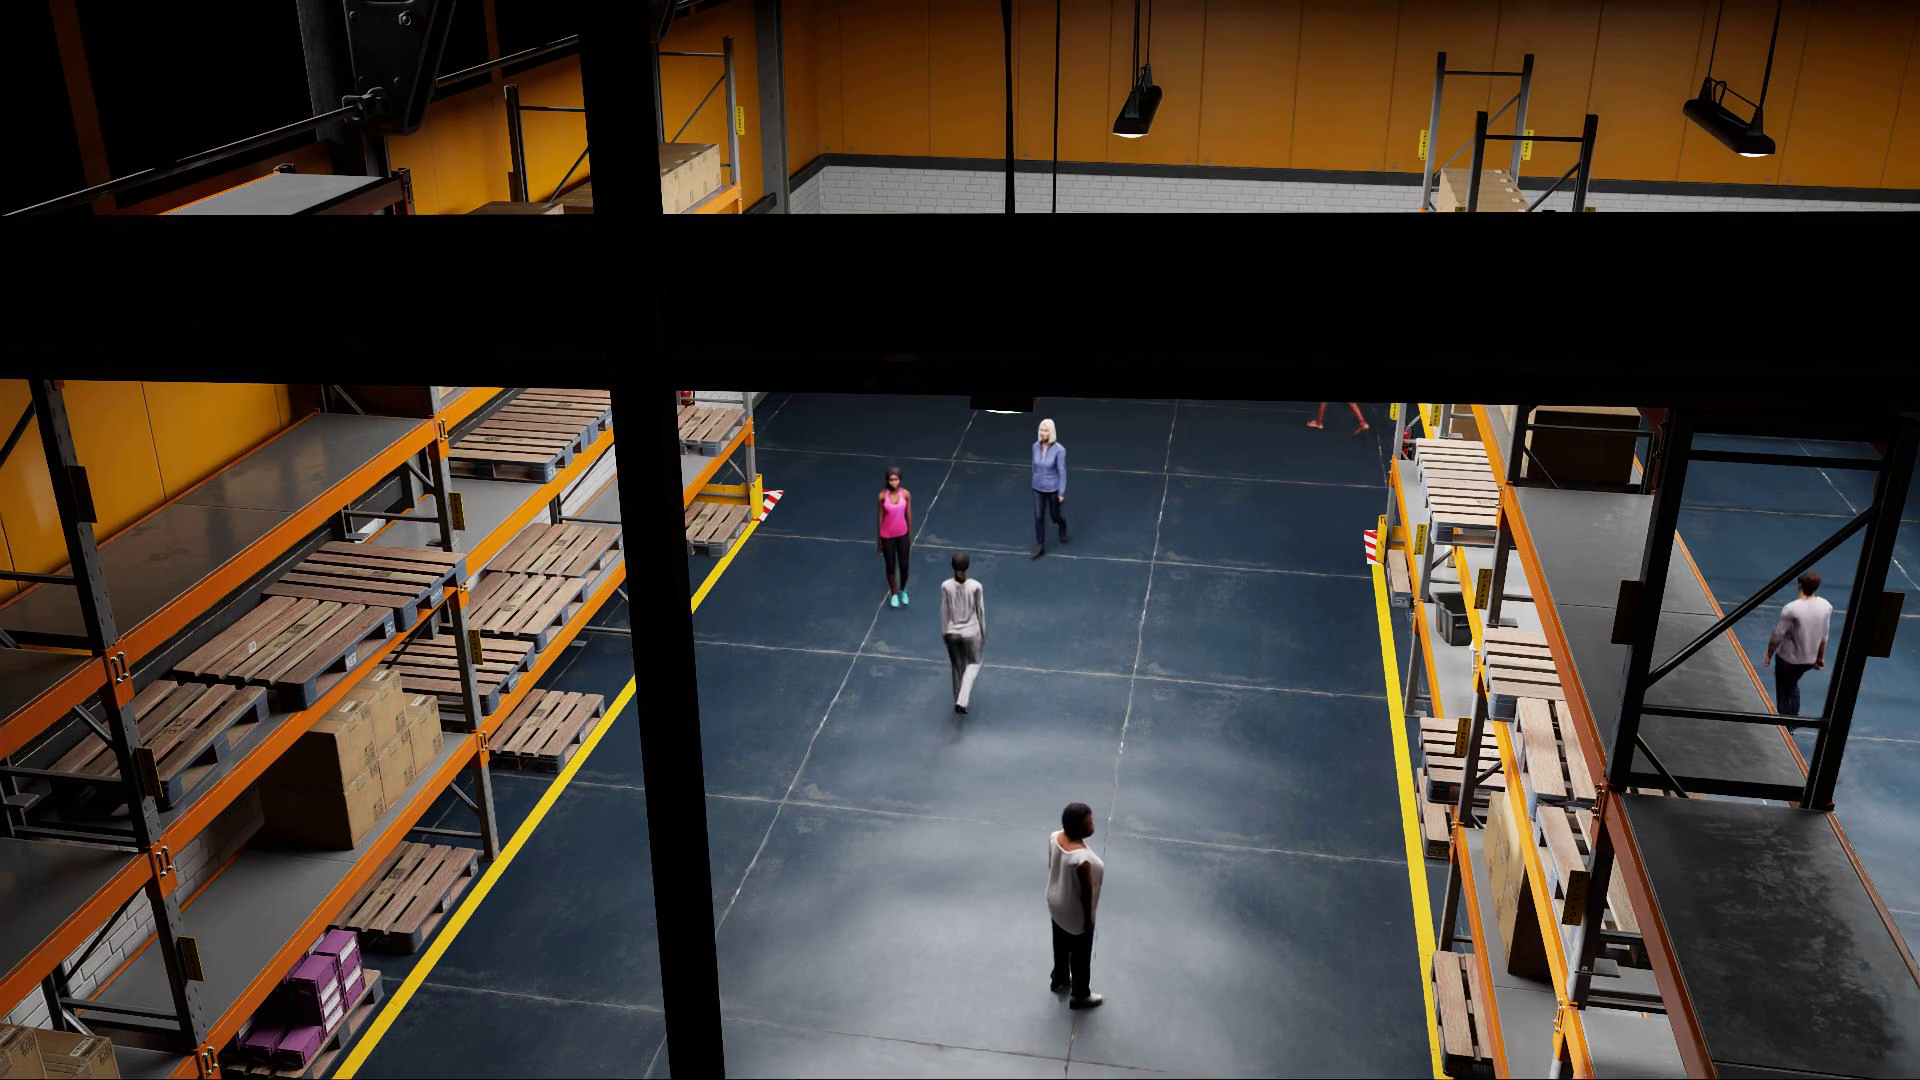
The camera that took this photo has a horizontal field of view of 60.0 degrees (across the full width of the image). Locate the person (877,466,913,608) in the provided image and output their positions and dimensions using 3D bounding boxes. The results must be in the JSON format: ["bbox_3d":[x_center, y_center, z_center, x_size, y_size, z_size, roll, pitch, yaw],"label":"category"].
[{"bbox_3d":[-0.758,-0.065,18.948,0.625,1.711,0.660,-2,24,-4],"label":"person"}]

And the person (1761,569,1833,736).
[{"bbox_3d":[8.084,1.177,15.961,0.787,1.828,0.789,-4,24,-10],"label":"person"}]

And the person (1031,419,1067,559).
[{"bbox_3d":[1.106,-0.660,20.286,0.866,1.731,1.070,14,27,29],"label":"person"}]

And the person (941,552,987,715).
[{"bbox_3d":[0.012,0.976,16.505,0.614,1.761,0.740,5,24,12],"label":"person"}]

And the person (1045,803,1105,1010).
[{"bbox_3d":[0.866,2.739,12.565,0.823,1.686,0.742,-12,26,-25],"label":"person"}]
